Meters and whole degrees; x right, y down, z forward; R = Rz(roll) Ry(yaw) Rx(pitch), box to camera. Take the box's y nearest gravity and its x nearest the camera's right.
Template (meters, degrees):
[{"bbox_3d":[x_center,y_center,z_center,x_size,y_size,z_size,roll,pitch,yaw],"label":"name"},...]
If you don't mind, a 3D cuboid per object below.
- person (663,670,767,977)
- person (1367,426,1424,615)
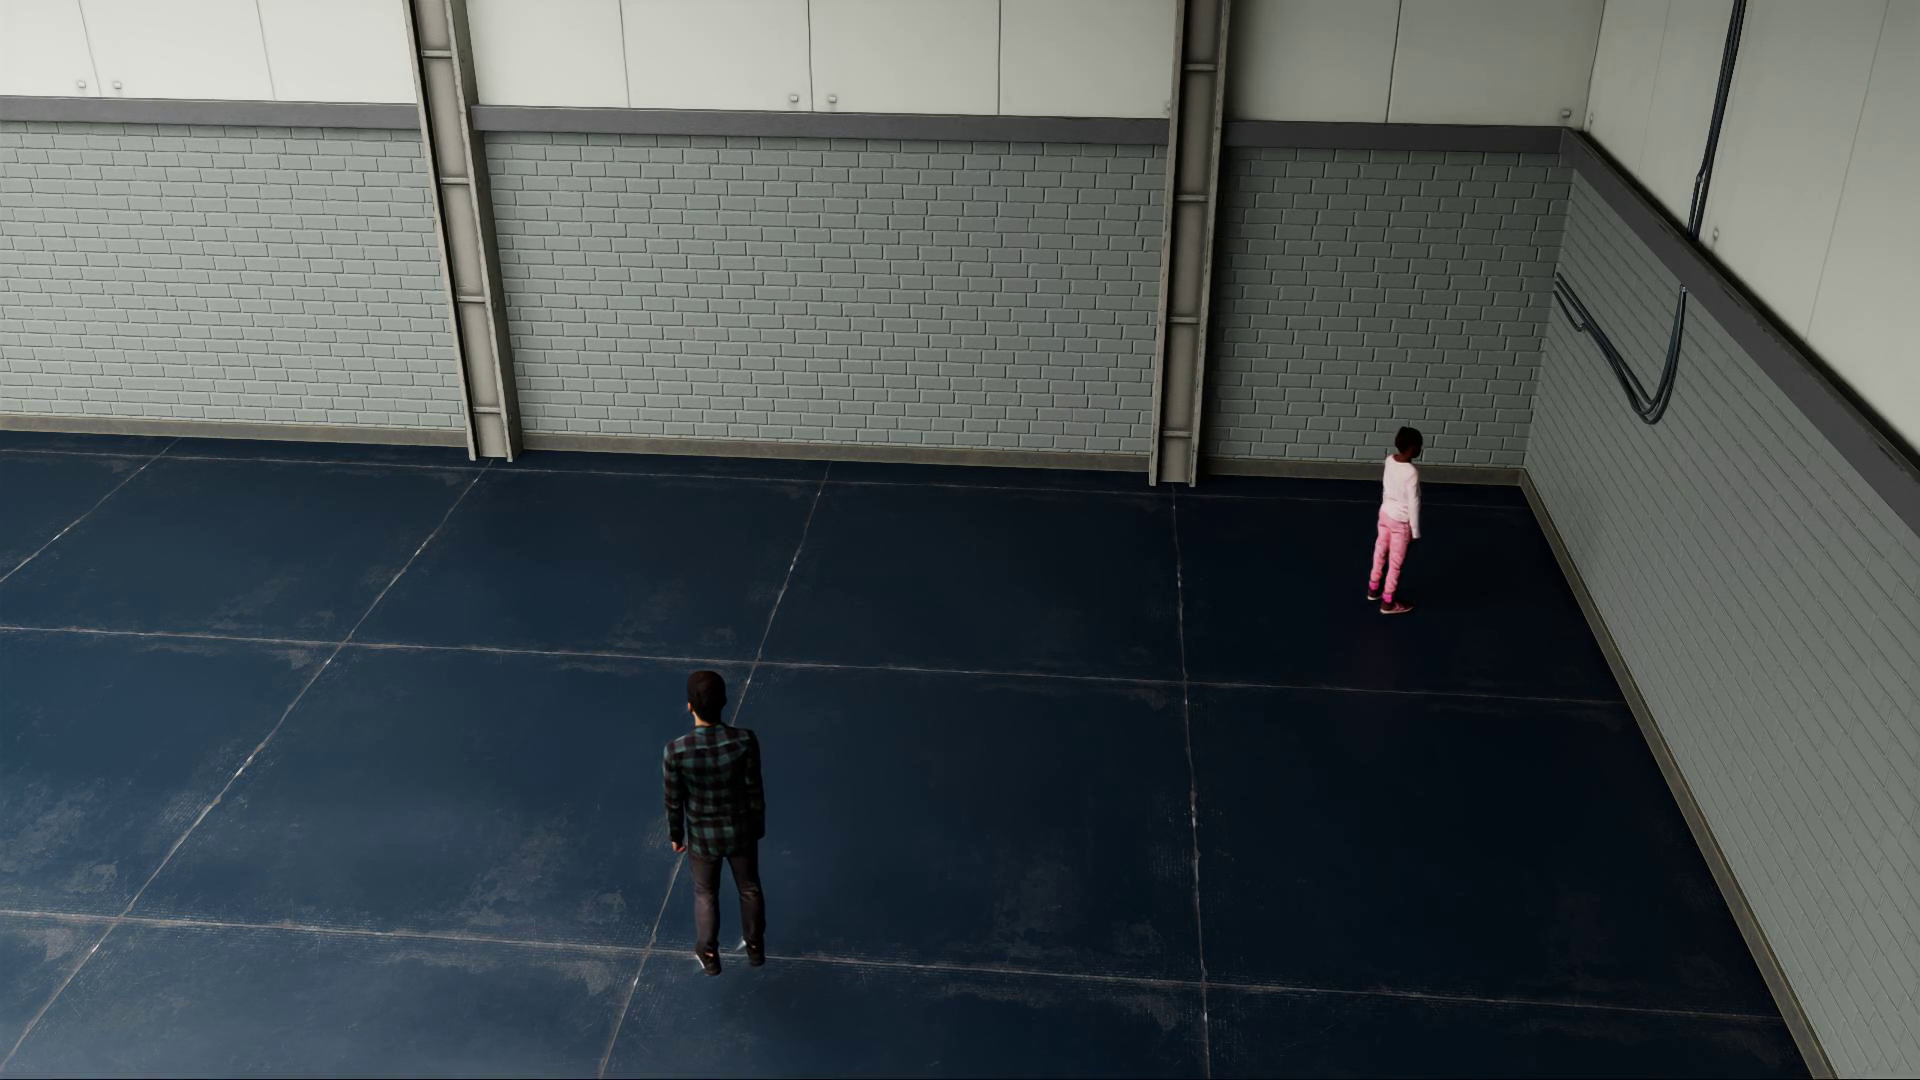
[{"bbox_3d":[-1.181,1.398,8.231,0.596,1.710,0.754,-5,28,-10],"label":"person"},{"bbox_3d":[3.179,-0.172,12.110,0.616,1.448,0.618,-9,28,-16],"label":"person"}]
